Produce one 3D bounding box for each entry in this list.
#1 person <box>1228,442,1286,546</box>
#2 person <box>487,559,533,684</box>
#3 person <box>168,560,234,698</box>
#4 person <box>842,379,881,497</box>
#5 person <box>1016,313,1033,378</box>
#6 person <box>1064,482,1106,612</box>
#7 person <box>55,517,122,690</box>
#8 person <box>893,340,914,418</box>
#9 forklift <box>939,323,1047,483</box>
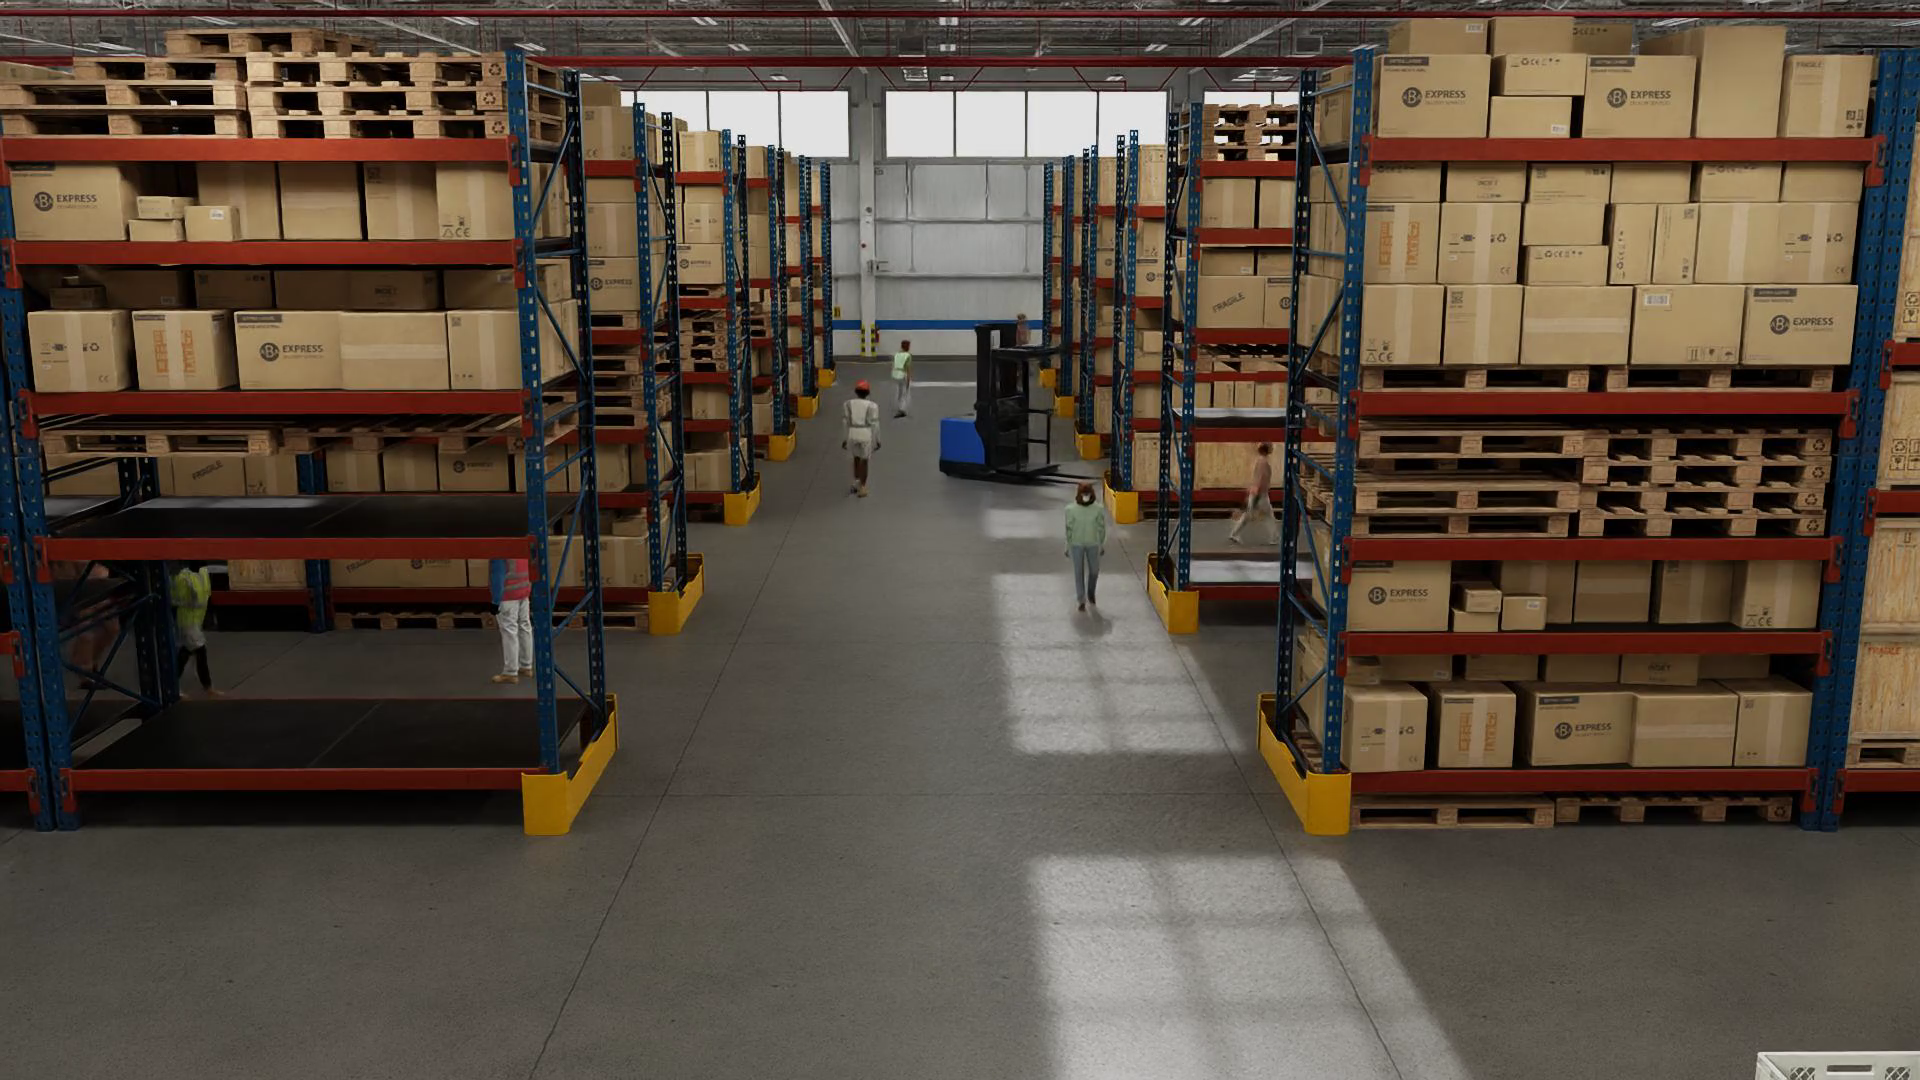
[{"bbox_3d":[4.359,-0.705,24.383,0.832,1.596,0.508,0,11,2],"label":"person"},{"bbox_3d":[-4.710,0.580,17.405,0.429,1.846,0.628,4,12,20],"label":"person"},{"bbox_3d":[-7.661,0.821,16.639,0.818,1.649,0.551,0,11,0],"label":"person"},{"bbox_3d":[-1.663,-1.762,28.559,0.649,2.021,0.675,3,12,14],"label":"person"},{"bbox_3d":[1.829,-5.642,48.207,0.779,1.865,0.476,-9,15,-39],"label":"person"},{"bbox_3d":[1.531,0.084,20.413,0.511,1.618,0.341,0,11,2],"label":"person"},{"bbox_3d":[-8.962,0.614,17.115,0.439,1.897,0.647,3,12,16],"label":"person"},{"bbox_3d":[-1.327,-3.772,39.013,0.514,1.822,0.577,-11,16,-43],"label":"person"},{"bbox_3d":[0.642,-2.552,30.350,1.873,2.768,1.129,8,14,35],"label":"forklift"}]
